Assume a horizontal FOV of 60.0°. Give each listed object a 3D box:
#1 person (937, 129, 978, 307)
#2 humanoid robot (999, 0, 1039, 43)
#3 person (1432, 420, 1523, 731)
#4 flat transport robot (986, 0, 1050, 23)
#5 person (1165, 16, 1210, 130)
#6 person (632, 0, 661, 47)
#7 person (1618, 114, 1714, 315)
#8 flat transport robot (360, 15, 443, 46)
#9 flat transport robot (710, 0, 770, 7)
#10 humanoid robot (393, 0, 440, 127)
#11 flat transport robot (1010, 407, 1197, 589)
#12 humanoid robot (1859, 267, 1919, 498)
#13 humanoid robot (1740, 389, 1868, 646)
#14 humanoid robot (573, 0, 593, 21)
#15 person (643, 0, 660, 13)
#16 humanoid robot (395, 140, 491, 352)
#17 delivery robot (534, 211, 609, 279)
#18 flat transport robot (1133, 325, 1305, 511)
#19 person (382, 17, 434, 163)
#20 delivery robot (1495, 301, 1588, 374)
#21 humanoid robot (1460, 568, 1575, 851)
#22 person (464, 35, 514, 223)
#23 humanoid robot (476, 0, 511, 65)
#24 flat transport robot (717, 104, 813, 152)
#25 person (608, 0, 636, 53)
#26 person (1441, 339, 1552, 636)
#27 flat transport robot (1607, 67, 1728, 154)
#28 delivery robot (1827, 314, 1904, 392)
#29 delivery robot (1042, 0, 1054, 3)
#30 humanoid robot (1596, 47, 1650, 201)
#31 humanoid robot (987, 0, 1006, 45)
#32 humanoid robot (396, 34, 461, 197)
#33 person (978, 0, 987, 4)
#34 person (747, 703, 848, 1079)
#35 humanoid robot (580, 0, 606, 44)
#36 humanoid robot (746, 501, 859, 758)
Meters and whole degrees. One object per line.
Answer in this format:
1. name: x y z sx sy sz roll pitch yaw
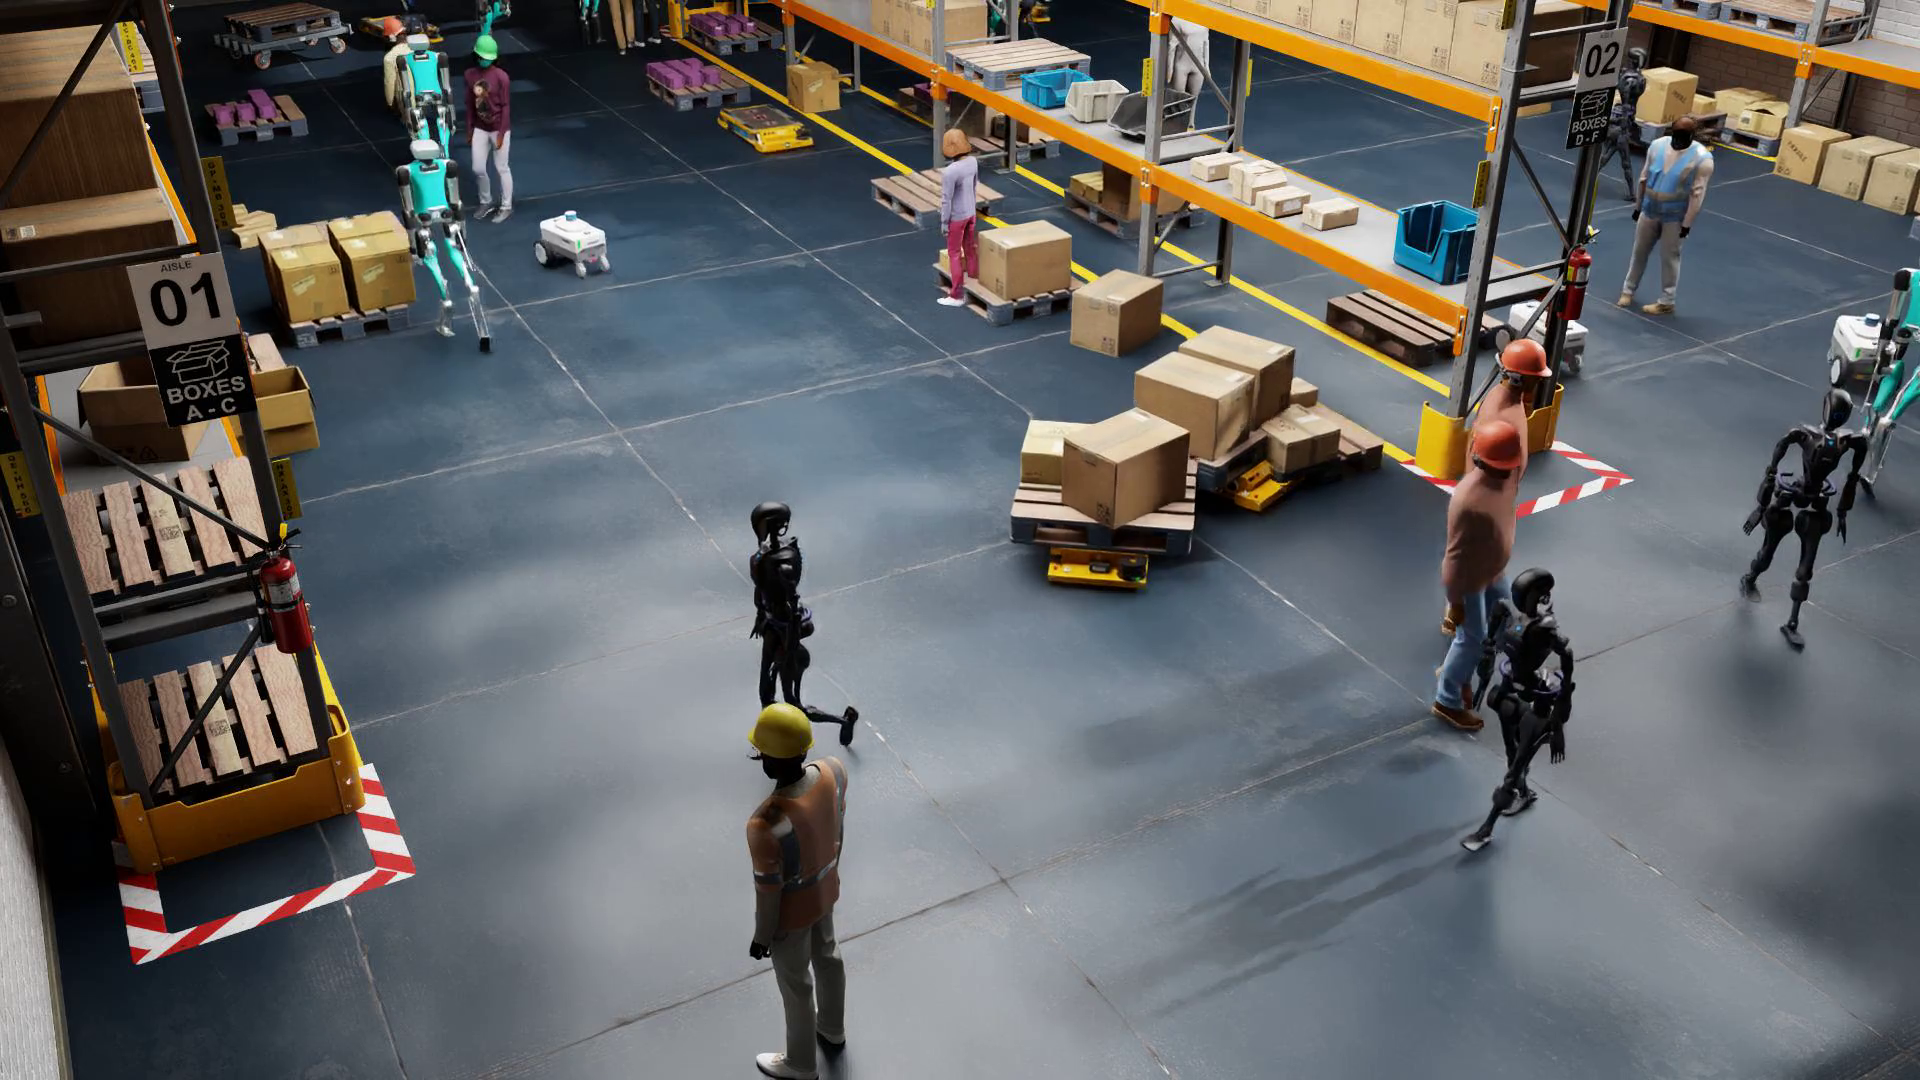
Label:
1. person: -0.014 -2.930 15.147 0.288 1.629 0.498 19 35 30
2. humanoid robot: 0.881 -7.678 23.397 0.757 1.629 0.615 10 31 17
3. person: 2.935 0.215 9.321 0.483 1.959 0.644 26 39 37
4. flat transport robot: 0.842 -8.236 25.747 0.659 0.231 1.431 -9 31 -15
5. person: 2.660 -5.519 19.386 0.570 1.894 0.376 -11 32 -19
6. person: -4.568 -8.017 23.793 0.334 1.840 0.507 25 38 37
7. person: 6.342 -2.932 14.955 0.433 1.832 0.642 -20 35 -31
8. flat transport robot: -8.211 -7.474 24.420 0.659 0.231 1.431 -23 37 -34
9. flat transport robot: -3.262 -8.685 26.528 1.431 0.231 0.659 -8 31 -13
10. humanoid robot: -6.636 -5.820 20.184 0.797 1.635 0.600 18 35 28
11. flat transport robot: 1.016 -0.110 11.601 0.659 0.231 1.431 5 30 8
12. humanoid robot: 6.746 -1.155 11.993 0.551 1.783 1.001 26 39 37
13. humanoid robot: 5.254 -0.204 10.396 0.609 1.624 0.777 4 30 7
14. humanoid robot: -5.790 -8.739 25.249 0.612 1.617 0.777 -8 31 -13
15. person: -4.929 -9.131 25.728 0.429 1.844 0.623 7 31 12
16. humanoid robot: -4.357 -2.462 14.253 0.554 1.795 0.932 -20 35 -30
17. delivery robot: -3.775 -2.898 16.185 0.499 0.613 0.796 -26 39 -38
18. flat transport robot: 1.805 -0.617 12.484 1.431 0.231 0.659 22 37 34
19. person: -6.198 -4.952 18.556 0.594 1.729 0.570 15 33 25
20. delivery robot: 4.990 -1.762 14.181 0.499 0.585 0.777 -10 31 -17
21. humanoid robot: 2.893 0.837 8.563 0.717 1.628 0.612 -17 34 -28
22. person: -4.854 -4.234 17.127 0.558 1.921 0.442 6 30 10
23. humanoid robot: -6.431 -7.219 22.528 0.770 1.810 0.541 23 37 34
24. flat transport robot: -2.370 -4.983 20.084 0.659 0.231 1.431 -15 33 -25
25. person: -4.848 -7.838 23.581 0.569 1.727 0.717 -5 30 -9
26. person: 3.289 -0.309 10.229 0.402 1.987 0.611 14 33 23
27. flat transport robot: 8.191 -4.847 19.847 0.659 0.231 1.431 -15 33 -25
28. delivery robot: 7.548 -1.594 13.891 0.499 0.587 0.785 6 30 10
29. delivery robot: 1.140 -8.869 26.579 0.814 0.611 0.499 -9 31 -15
30. humanoid robot: 7.131 -4.465 17.817 0.784 1.628 0.589 15 33 24
31. humanoid robot: 0.305 -7.186 22.489 0.549 1.793 0.795 -14 33 -23
32. humanoid robot: -5.547 -4.382 17.427 0.533 1.681 0.735 -7 31 -12
33. person: 0.171 -6.703 21.459 0.488 1.894 0.688 -3 30 -5
34. person: -0.704 1.514 7.112 0.363 1.926 0.590 16 34 26
35. humanoid robot: -5.288 -7.905 23.740 0.541 1.840 0.656 5 30 9
36. humanoid robot: -0.916 0.482 9.169 0.599 1.632 0.608 -13 32 -22
